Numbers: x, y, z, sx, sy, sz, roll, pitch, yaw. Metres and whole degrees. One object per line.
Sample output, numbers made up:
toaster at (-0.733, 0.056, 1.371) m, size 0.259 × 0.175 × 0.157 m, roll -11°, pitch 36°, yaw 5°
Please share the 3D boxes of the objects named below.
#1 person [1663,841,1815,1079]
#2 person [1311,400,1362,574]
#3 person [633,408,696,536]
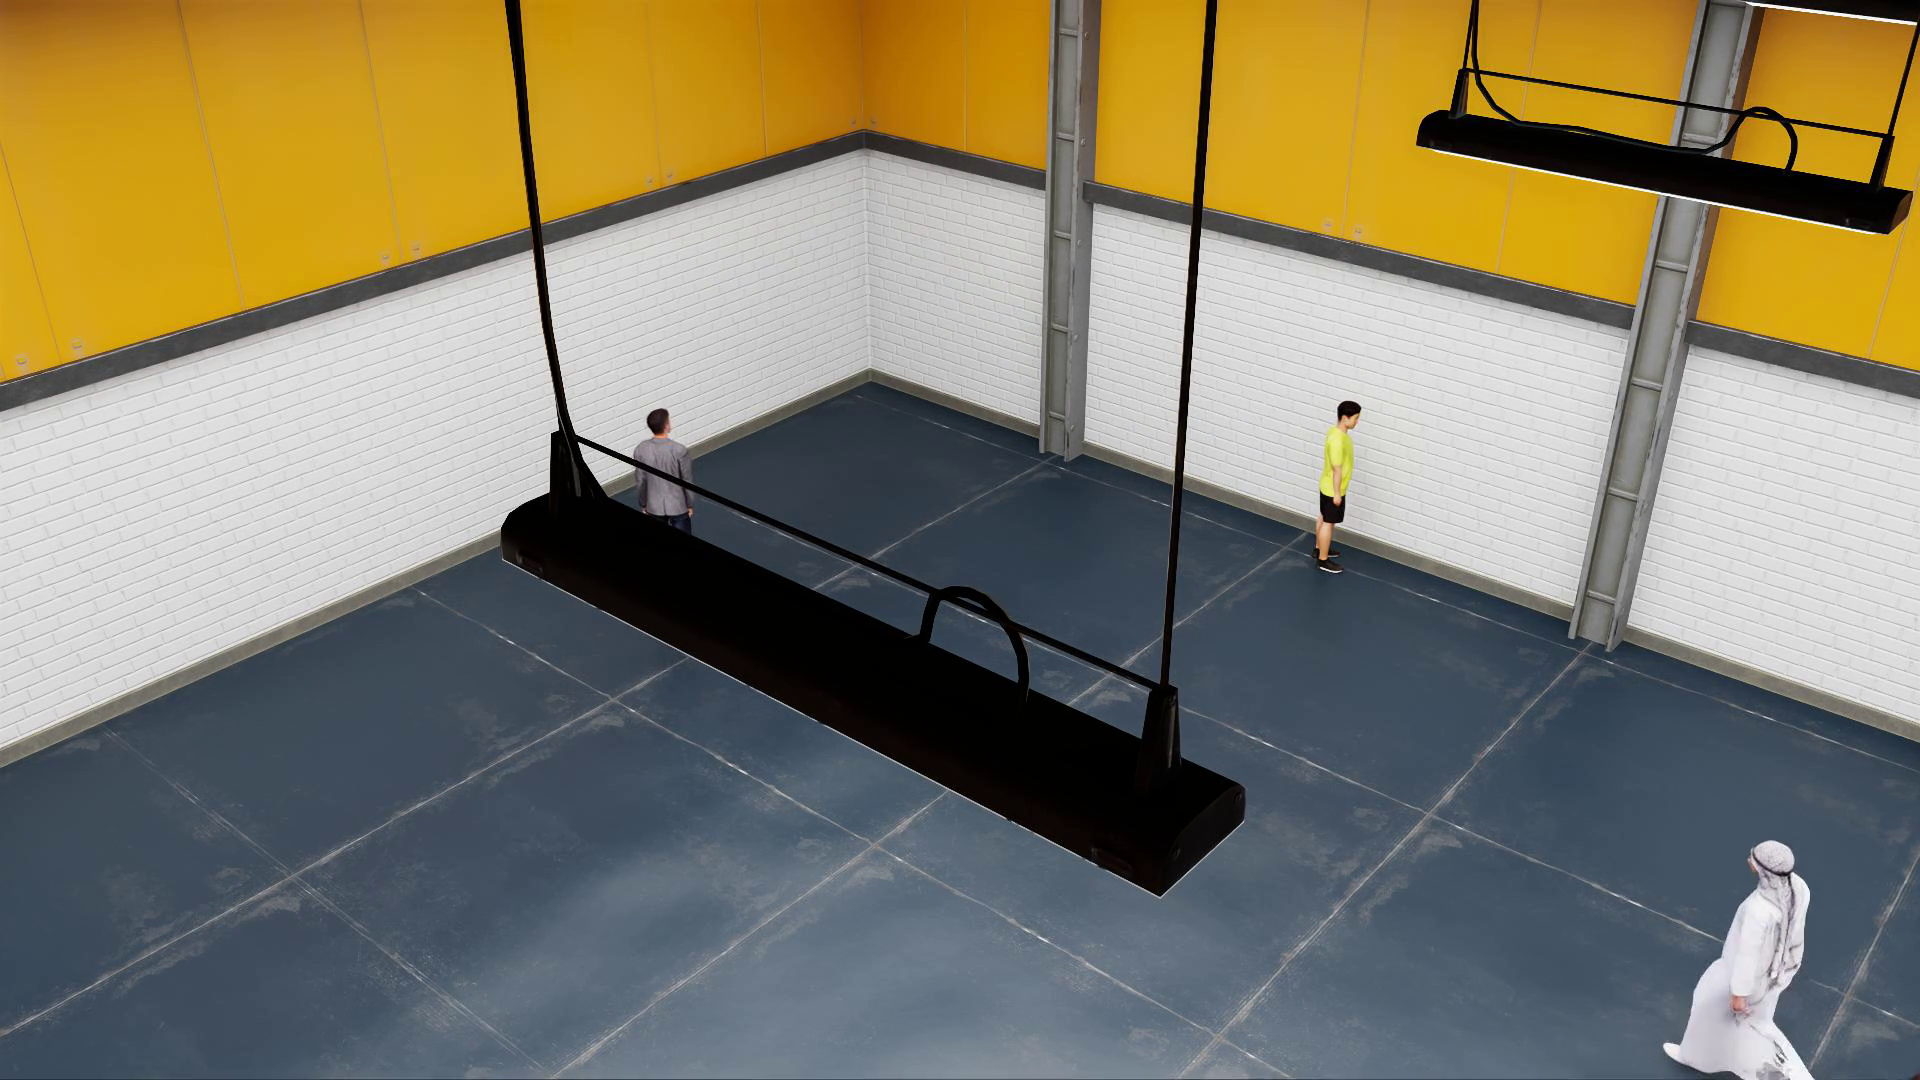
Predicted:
person at (4.743, 2.609, 9.790) m, size 0.864 × 1.891 × 1.230 m, roll -18°, pitch 33°, yaw -29°
person at (3.536, -0.532, 15.742) m, size 0.717 × 1.705 × 0.703 m, roll 3°, pitch 29°, yaw 6°
person at (-2.662, -0.315, 15.172) m, size 0.753 × 1.871 × 0.840 m, roll 1°, pitch 29°, yaw 2°
